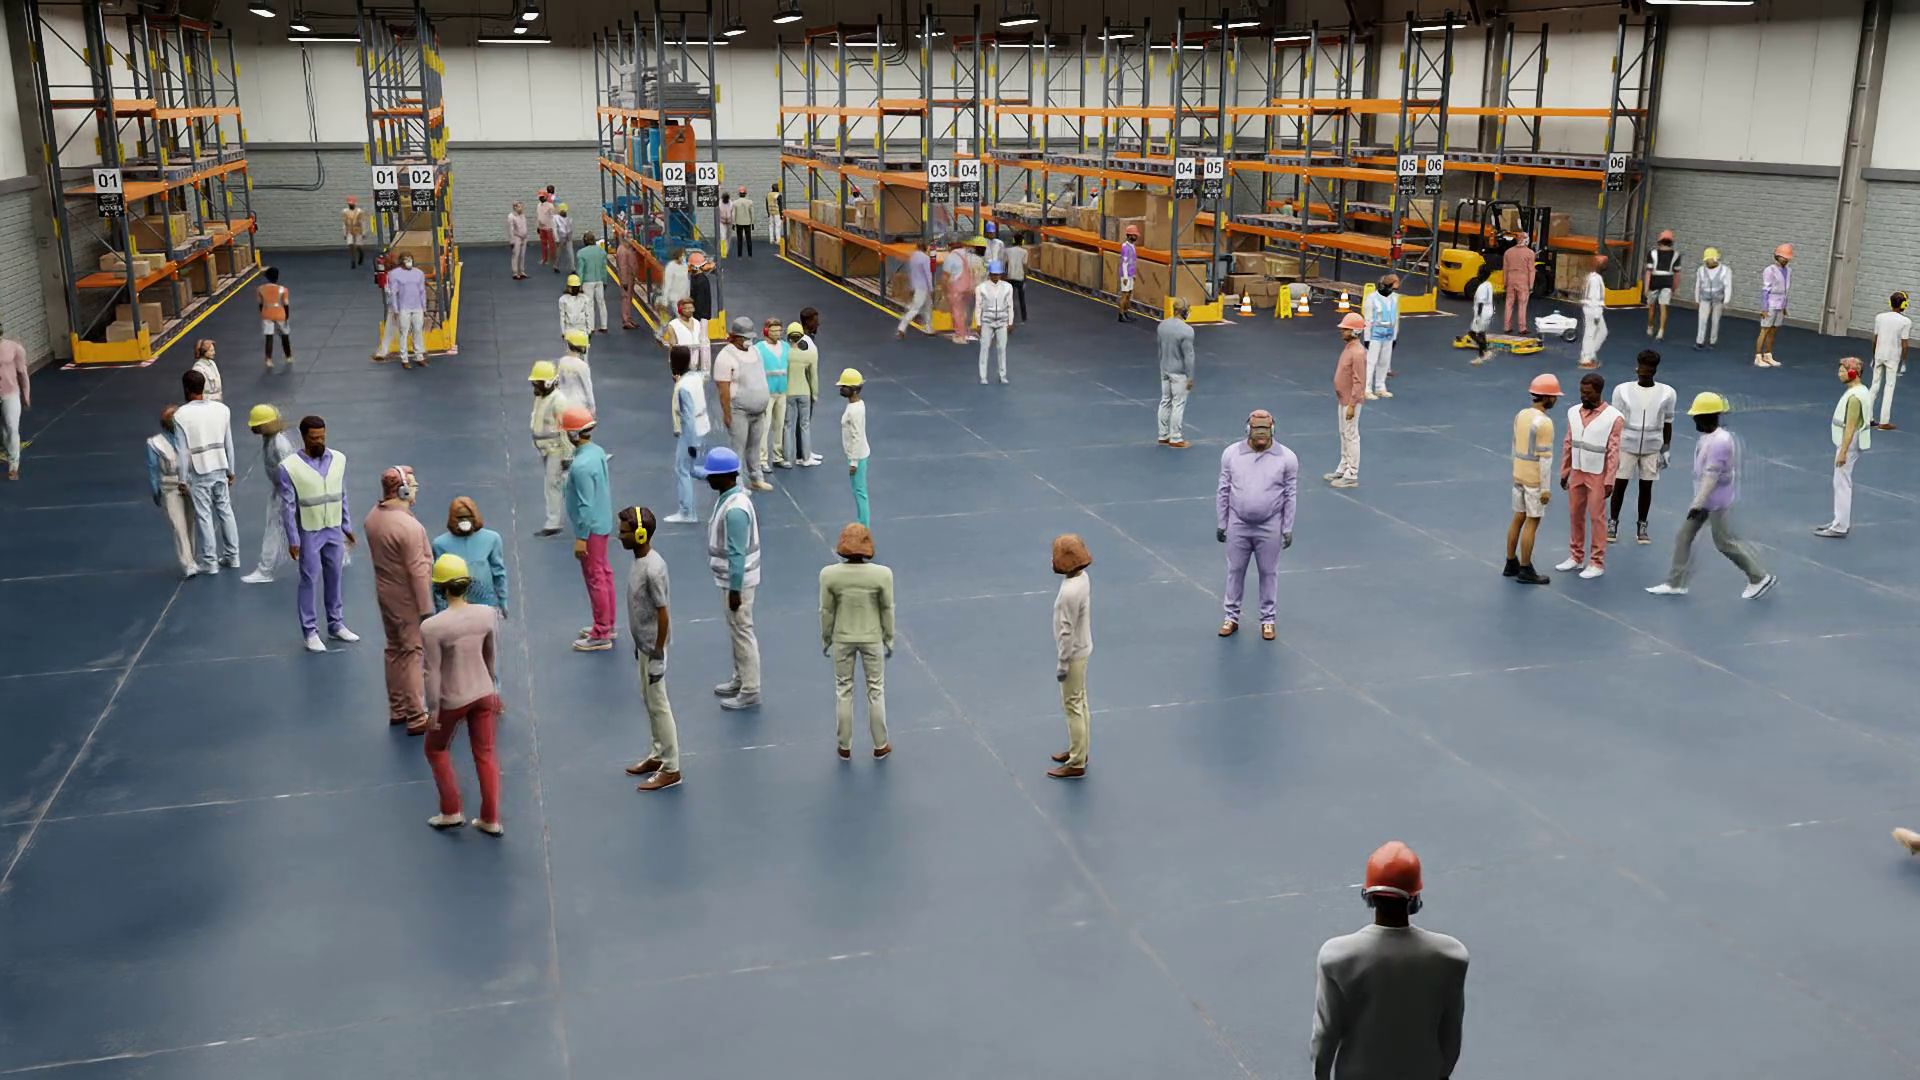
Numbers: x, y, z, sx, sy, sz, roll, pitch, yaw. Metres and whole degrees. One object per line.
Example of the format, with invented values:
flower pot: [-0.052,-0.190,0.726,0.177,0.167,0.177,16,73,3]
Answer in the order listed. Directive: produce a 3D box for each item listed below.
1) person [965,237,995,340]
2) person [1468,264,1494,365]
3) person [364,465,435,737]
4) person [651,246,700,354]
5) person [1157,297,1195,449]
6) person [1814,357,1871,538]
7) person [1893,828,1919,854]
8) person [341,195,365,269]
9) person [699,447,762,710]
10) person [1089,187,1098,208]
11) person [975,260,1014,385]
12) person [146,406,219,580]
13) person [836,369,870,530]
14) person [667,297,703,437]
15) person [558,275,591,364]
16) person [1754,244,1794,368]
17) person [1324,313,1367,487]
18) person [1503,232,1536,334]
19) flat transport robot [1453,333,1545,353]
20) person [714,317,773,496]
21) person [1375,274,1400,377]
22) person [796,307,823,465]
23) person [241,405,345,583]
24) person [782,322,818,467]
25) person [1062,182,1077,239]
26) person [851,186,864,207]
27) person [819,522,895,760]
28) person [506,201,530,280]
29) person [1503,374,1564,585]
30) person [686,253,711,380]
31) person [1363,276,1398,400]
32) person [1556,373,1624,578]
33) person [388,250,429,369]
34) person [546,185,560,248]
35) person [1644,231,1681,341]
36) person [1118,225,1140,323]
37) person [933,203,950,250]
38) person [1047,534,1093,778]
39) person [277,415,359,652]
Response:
person: [0.422,-4.604,30.540,0.832,1.897,0.598,4,15,14]
person: [8.680,-3.733,27.651,0.375,1.684,0.549,8,17,28]
person: [-3.869,0.416,11.646,0.404,1.904,0.641,-13,20,-40]
person: [-5.010,-4.186,28.983,0.945,1.893,0.691,5,16,18]
person: [2.741,-2.110,21.102,0.374,1.929,0.635,-10,18,-33]
person: [9.002,-0.935,16.861,0.400,1.832,0.574,8,17,26]
person: [5.857,0.998,9.183,1.023,2.000,0.694,12,19,39]
person: [-15.850,-8.054,43.485,0.543,1.921,0.522,-2,15,-8]
person: [-1.665,0.269,12.133,0.420,1.938,0.604,-4,15,-15]
person: [4.052,-9.806,50.390,0.344,1.747,0.572,-2,15,-8]
person: [0.534,-3.368,25.819,0.603,1.938,0.426,-3,15,-10]
person: [-7.199,-0.442,15.442,0.530,1.592,0.846,-12,19,-38]
person: [-1.059,-0.831,16.588,0.322,1.769,0.523,-1,15,-3]
person: [-3.616,-2.275,21.868,0.391,1.846,0.564,8,17,29]
person: [-5.907,-3.212,25.606,0.484,1.738,0.320,-8,17,-26]
person: [13.496,-3.862,27.485,0.611,2.032,0.401,-8,17,-29]
person: [4.455,-1.608,19.072,0.375,1.997,0.611,0,15,0]
person: [10.585,-4.853,31.466,0.403,1.904,0.637,-13,20,-40]
flat transport robot: [9.570,-3.507,29.524,0.652,0.197,1.431,-14,21,-43]
person: [-2.392,-1.509,18.616,0.535,2.000,0.684,9,18,32]
person: [6.871,-3.442,26.692,0.281,1.628,0.503,-6,16,-20]
person: [-1.886,-1.875,20.248,0.383,1.910,0.589,0,15,1]
person: [-6.195,-0.450,15.355,0.492,1.661,0.977,14,20,41]
person: [-1.979,-1.743,20.053,0.536,1.753,0.342,-4,15,-16]
person: [3.441,-10.309,52.153,0.726,1.823,0.523,6,16,20]
person: [-2.949,-9.155,47.587,0.375,1.935,0.551,6,16,22]
person: [-0.685,0.683,11.148,0.501,1.632,0.286,1,15,3]
person: [-10.868,-7.388,40.998,0.403,1.904,0.652,5,16,18]
person: [5.276,-0.564,15.259,0.373,1.934,0.551,-3,15,-9]
person: [-4.111,-3.529,26.305,0.375,1.995,0.611,-1,15,-3]
person: [6.219,-2.994,24.620,0.625,1.835,0.429,-9,17,-30]
person: [5.872,-0.615,15.516,0.403,1.908,0.600,-9,17,-30]
person: [-9.064,-3.794,27.411,0.372,1.940,0.632,14,20,42]
person: [-12.183,-9.666,49.693,0.619,1.845,0.430,6,16,23]
person: [12.970,-4.699,30.745,0.619,1.984,1.068,4,15,14]
person: [3.375,-5.282,33.043,0.394,1.930,0.539,6,16,21]
person: [-0.559,-9.336,48.621,0.589,1.744,0.530,-11,19,-37]
person: [0.723,0.754,10.897,0.280,1.625,0.492,3,15,12]
person: [-5.186,-0.070,13.440,0.370,1.915,0.597,10,18,32]
